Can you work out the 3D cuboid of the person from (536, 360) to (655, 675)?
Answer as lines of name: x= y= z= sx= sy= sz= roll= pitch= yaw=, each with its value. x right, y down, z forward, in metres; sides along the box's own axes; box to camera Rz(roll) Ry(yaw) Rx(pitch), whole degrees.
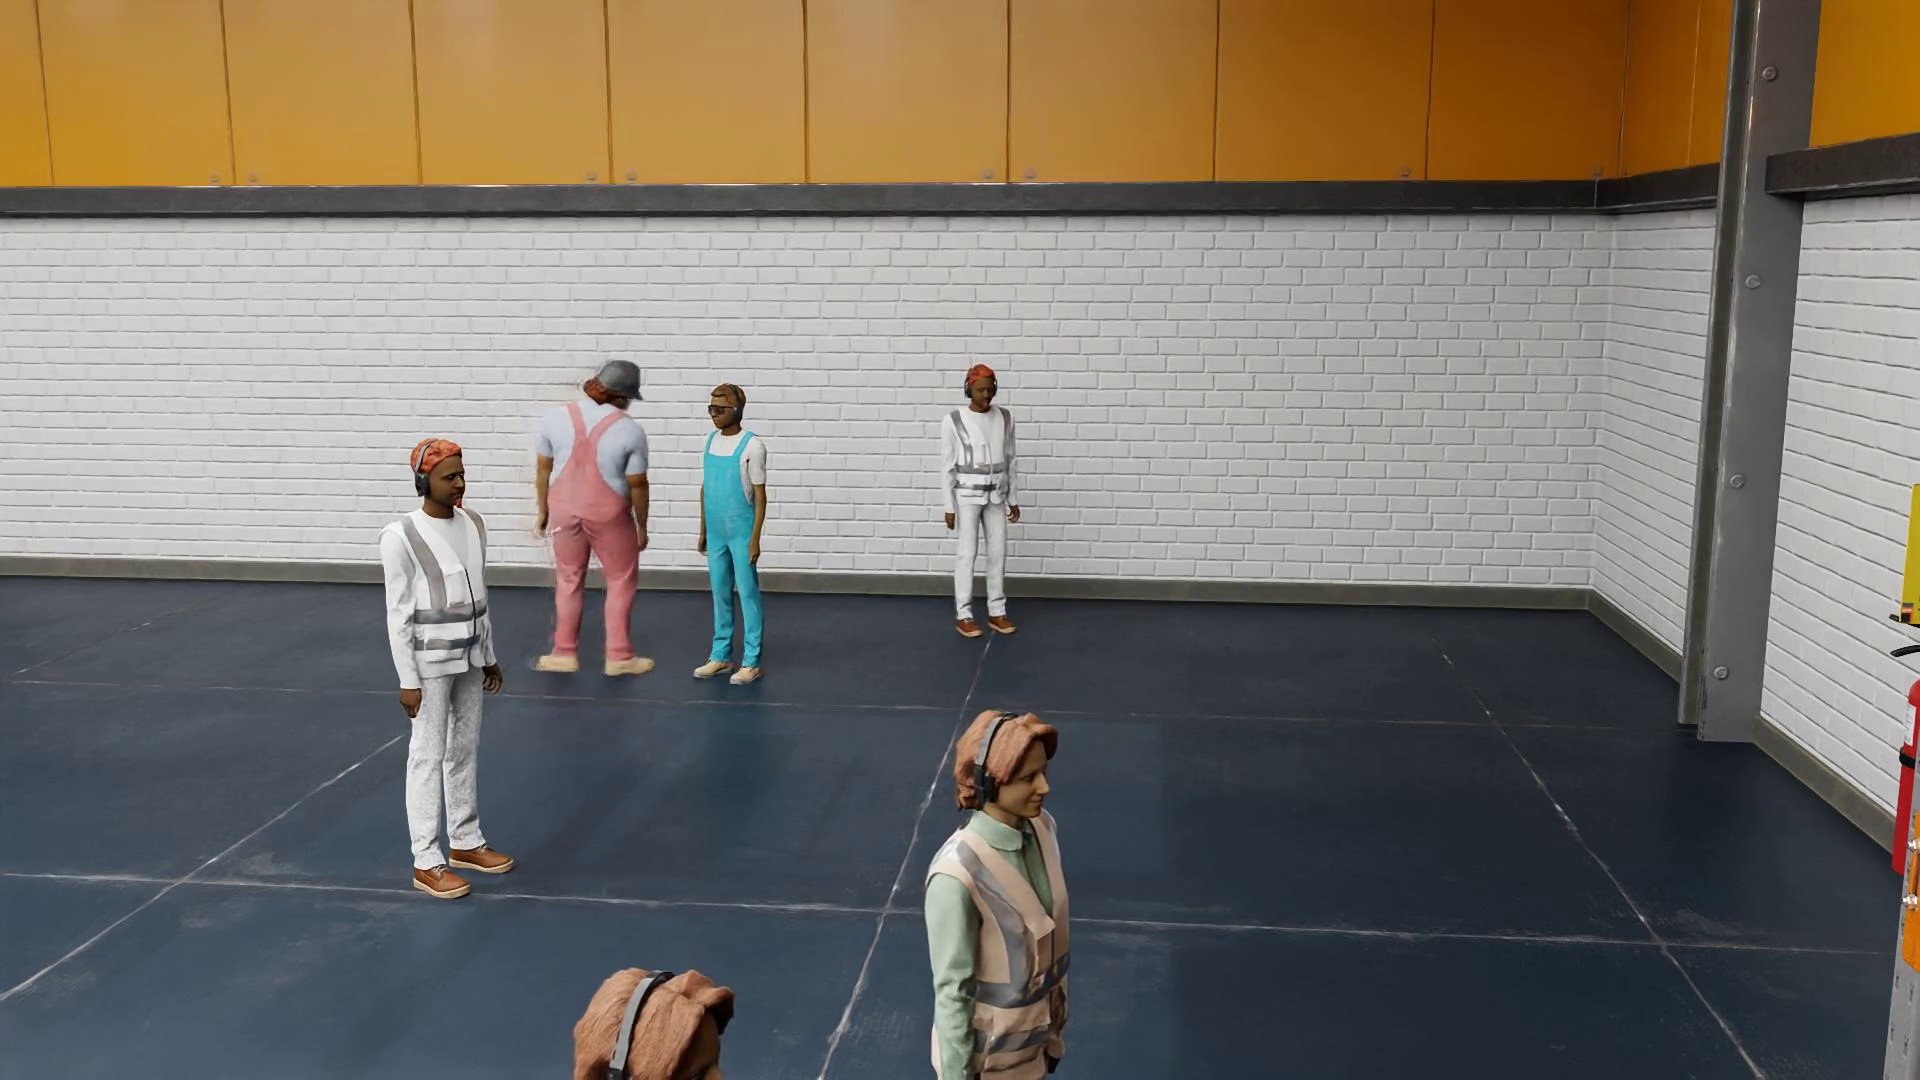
person: x=-2.320 y=-0.179 z=10.439 sx=0.818 sy=2.000 sz=0.534 roll=2 pitch=10 yaw=9

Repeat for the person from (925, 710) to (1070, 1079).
person: x=0.089 y=1.183 z=3.790 sx=0.307 sy=1.639 sz=0.525 roll=5 pitch=11 yaw=26

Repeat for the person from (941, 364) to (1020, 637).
person: x=0.137 y=-0.269 z=11.436 sx=0.585 sy=1.878 sz=0.364 roll=-5 pitch=11 yaw=-28

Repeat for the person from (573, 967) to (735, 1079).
person: x=-0.454 y=1.413 z=2.472 sx=0.311 sy=1.637 sz=0.523 roll=1 pitch=10 yaw=9

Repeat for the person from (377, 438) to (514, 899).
person: x=-2.124 y=0.518 z=6.898 sx=0.356 sy=1.883 sz=0.574 roll=4 pitch=11 yaw=22

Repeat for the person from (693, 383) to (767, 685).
person: x=-1.404 y=-0.038 z=10.191 sx=0.508 sy=1.846 sz=0.345 roll=7 pitch=12 yaw=33
